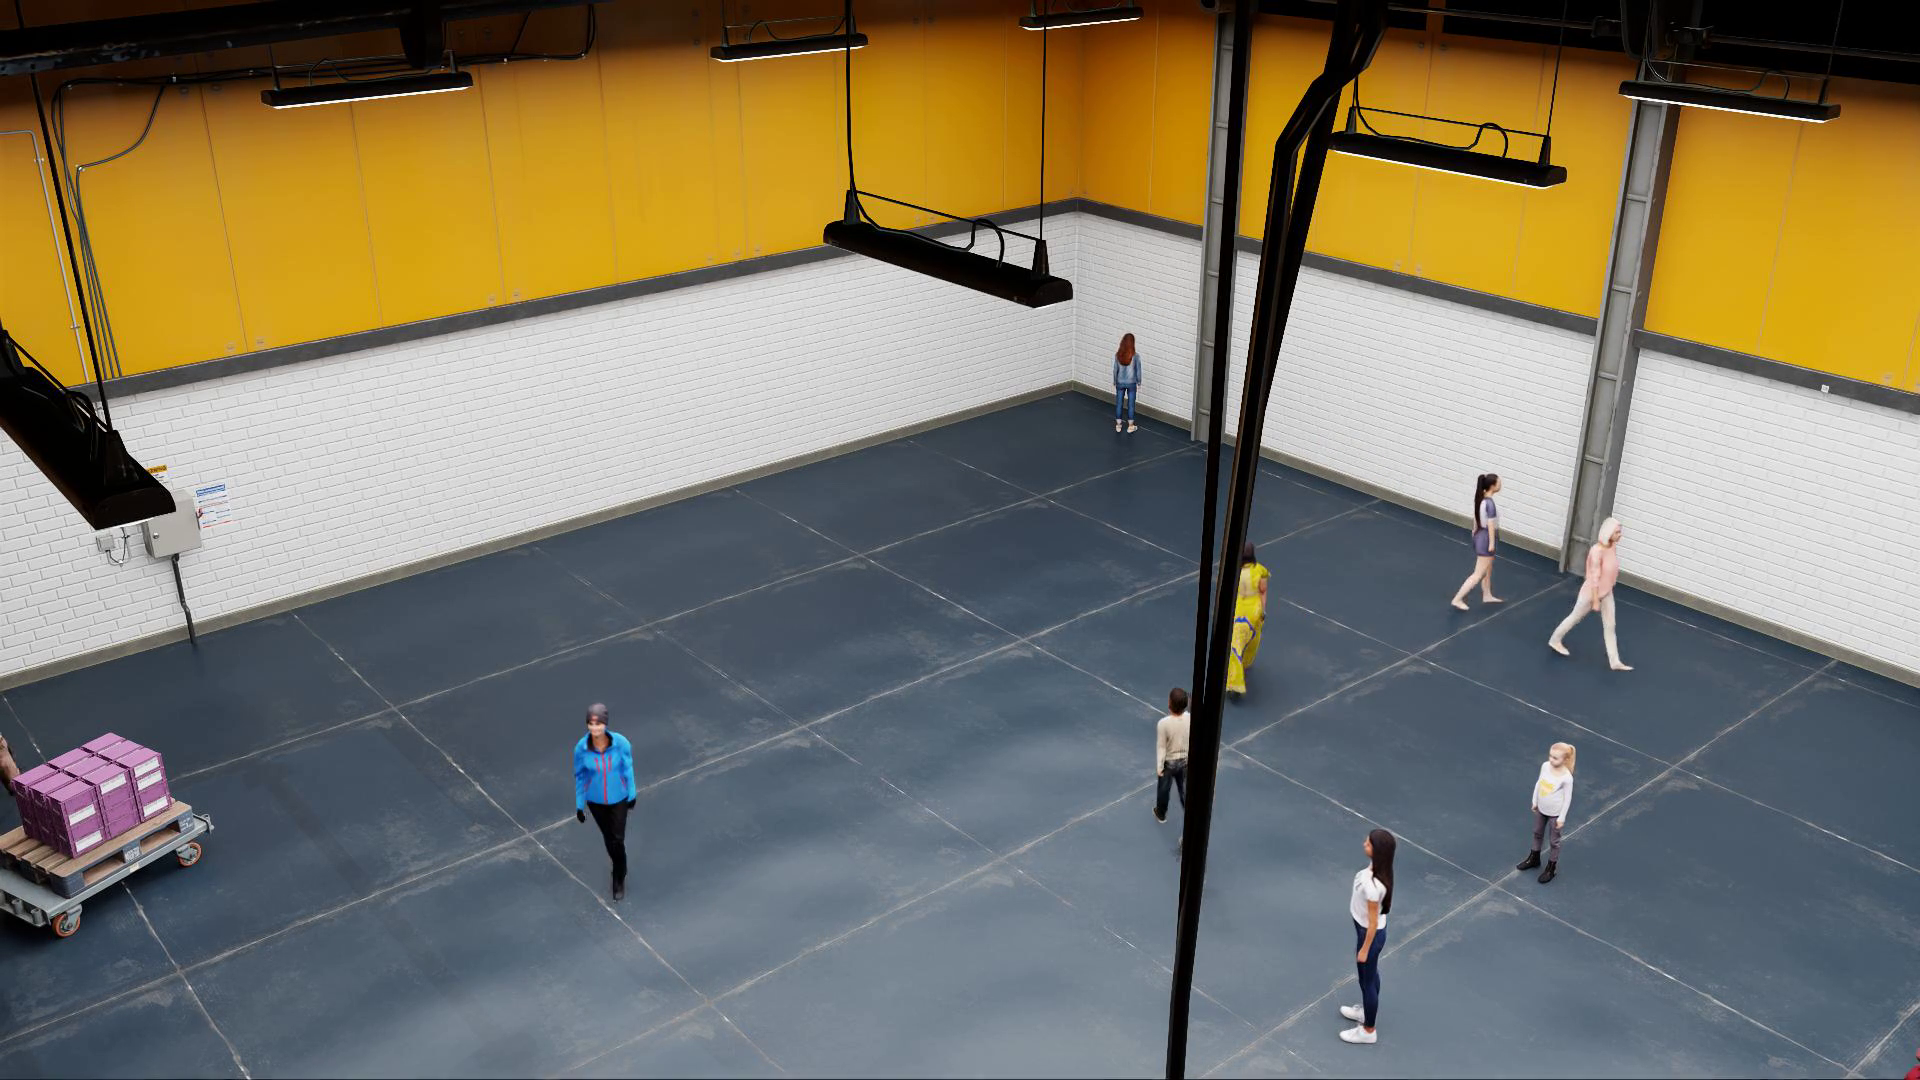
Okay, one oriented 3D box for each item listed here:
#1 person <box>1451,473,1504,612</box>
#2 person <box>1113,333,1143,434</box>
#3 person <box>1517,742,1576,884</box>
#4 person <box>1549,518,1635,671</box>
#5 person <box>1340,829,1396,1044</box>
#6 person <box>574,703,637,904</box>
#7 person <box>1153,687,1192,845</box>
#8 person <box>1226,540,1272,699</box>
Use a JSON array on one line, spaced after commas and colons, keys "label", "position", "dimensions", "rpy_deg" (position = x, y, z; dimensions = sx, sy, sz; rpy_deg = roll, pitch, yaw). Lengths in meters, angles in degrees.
[{"label": "person", "position": [5.868, 0.030, 18.813], "dimensions": [0.961, 1.632, 0.939], "rpy_deg": [-1, 24, -2]}, {"label": "person", "position": [2.434, -2.303, 24.344], "dimensions": [0.593, 1.477, 0.701], "rpy_deg": [8, 25, 17]}, {"label": "person", "position": [5.017, 2.280, 14.107], "dimensions": [0.577, 1.279, 0.473], "rpy_deg": [-14, 27, -28]}, {"label": "person", "position": [6.644, 0.547, 17.581], "dimensions": [0.630, 1.671, 1.177], "rpy_deg": [-19, 30, -37]}, {"label": "person", "position": [2.998, 2.878, 12.120], "dimensions": [0.686, 1.774, 0.671], "rpy_deg": [7, 25, 16]}, {"label": "person", "position": [-2.916, 2.125, 13.840], "dimensions": [0.799, 1.776, 0.859], "rpy_deg": [1, 24, 2]}, {"label": "person", "position": [1.923, 1.993, 14.558], "dimensions": [0.858, 1.443, 1.071], "rpy_deg": [-5, 24, -11]}, {"label": "person", "position": [2.899, 0.829, 17.020], "dimensions": [1.220, 1.603, 1.439], "rpy_deg": [-3, 24, -7]}]
